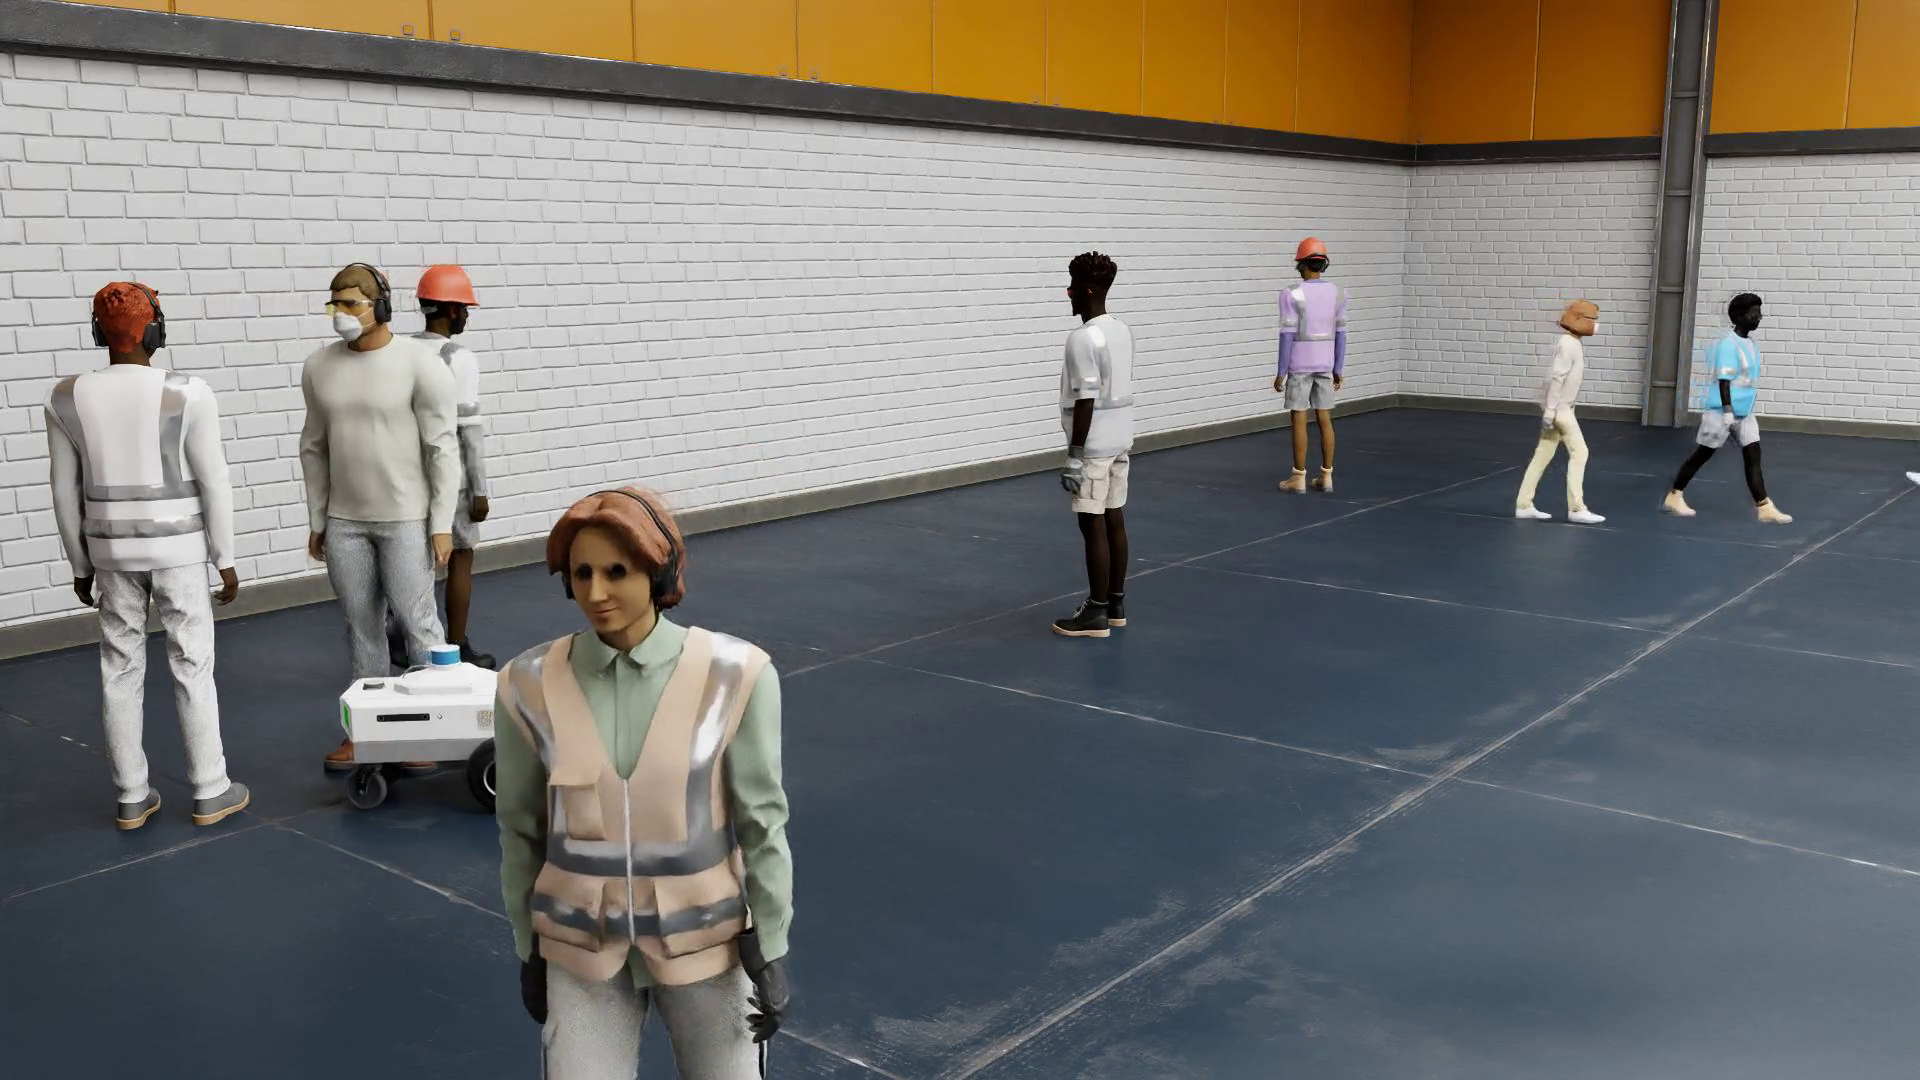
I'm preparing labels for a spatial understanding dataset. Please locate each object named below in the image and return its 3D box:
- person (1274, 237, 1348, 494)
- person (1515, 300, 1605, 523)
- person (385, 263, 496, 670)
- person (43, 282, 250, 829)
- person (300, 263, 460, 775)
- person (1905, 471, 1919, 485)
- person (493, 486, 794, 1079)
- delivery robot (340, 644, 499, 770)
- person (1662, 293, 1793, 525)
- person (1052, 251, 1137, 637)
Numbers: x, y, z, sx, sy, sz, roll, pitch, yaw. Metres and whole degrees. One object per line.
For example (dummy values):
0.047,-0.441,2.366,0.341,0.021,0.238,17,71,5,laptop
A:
2.789,-1.391,13.334,0.614,2.040,0.391,-4,11,-20,person
4.366,-0.910,11.907,0.707,1.589,0.510,4,11,22,person
-2.411,-0.294,7.609,0.595,1.916,0.557,6,12,29,person
-2.779,0.065,5.714,0.575,1.882,0.355,-1,10,-7,person
-2.194,-0.070,6.303,0.635,1.937,0.352,3,11,15,person
8.165,-1.252,13.206,1.008,1.812,0.504,4,11,21,person
-0.537,0.697,2.918,0.516,1.618,0.687,0,10,0,person
-1.857,0.623,6.035,0.707,0.478,0.477,-1,10,-6,delivery robot
5.550,-0.953,11.992,0.545,1.651,0.884,-9,14,-41,person
0.689,-0.485,8.523,0.374,1.966,0.608,6,12,29,person
